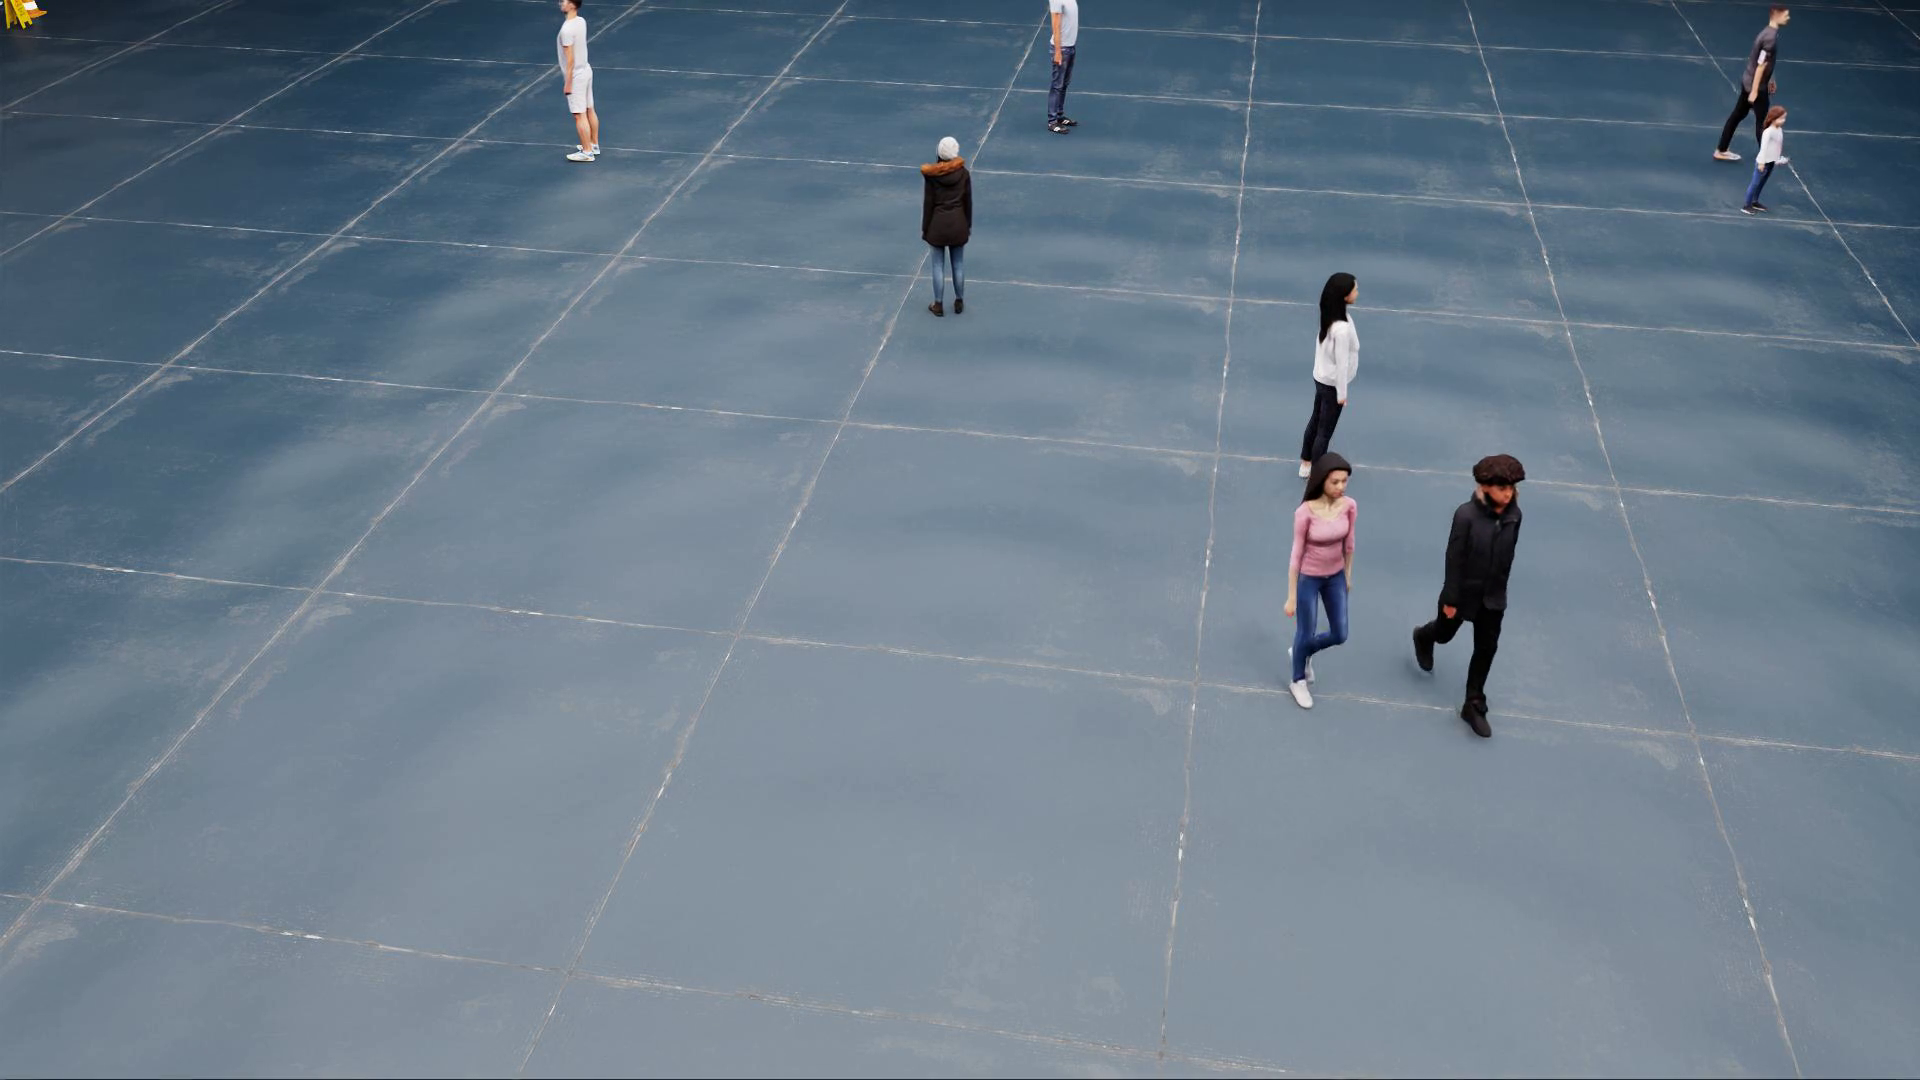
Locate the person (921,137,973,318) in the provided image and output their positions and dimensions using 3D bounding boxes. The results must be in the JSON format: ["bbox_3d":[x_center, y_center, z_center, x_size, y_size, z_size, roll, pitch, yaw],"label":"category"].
[{"bbox_3d":[-0.121,-2.792,14.836,0.668,1.632,0.775,-9,33,-14],"label":"person"}]

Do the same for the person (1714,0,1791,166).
[{"bbox_3d":[8.622,-4.973,18.196,1.053,1.737,0.805,13,34,19],"label":"person"}]

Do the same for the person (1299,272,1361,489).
[{"bbox_3d":[2.713,-1.172,12.205,0.623,1.700,0.669,-2,32,-3],"label":"person"}]

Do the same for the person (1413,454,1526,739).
[{"bbox_3d":[3.012,0.252,9.893,1.126,1.758,0.947,-6,33,-10],"label":"person"}]

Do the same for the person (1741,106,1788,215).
[{"bbox_3d":[8.306,-3.931,17.132,0.534,1.110,0.588,-25,40,-33],"label":"person"}]

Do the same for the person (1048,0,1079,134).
[{"bbox_3d":[1.176,-5.677,19.193,0.619,1.863,0.688,13,34,20],"label":"person"}]

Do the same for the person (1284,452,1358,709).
[{"bbox_3d":[2.118,0.199,10.001,0.731,1.732,0.797,-9,33,-14],"label":"person"}]

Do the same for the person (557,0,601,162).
[{"bbox_3d":[-4.211,-5.121,18.318,0.538,1.857,0.676,5,33,8],"label":"person"}]
